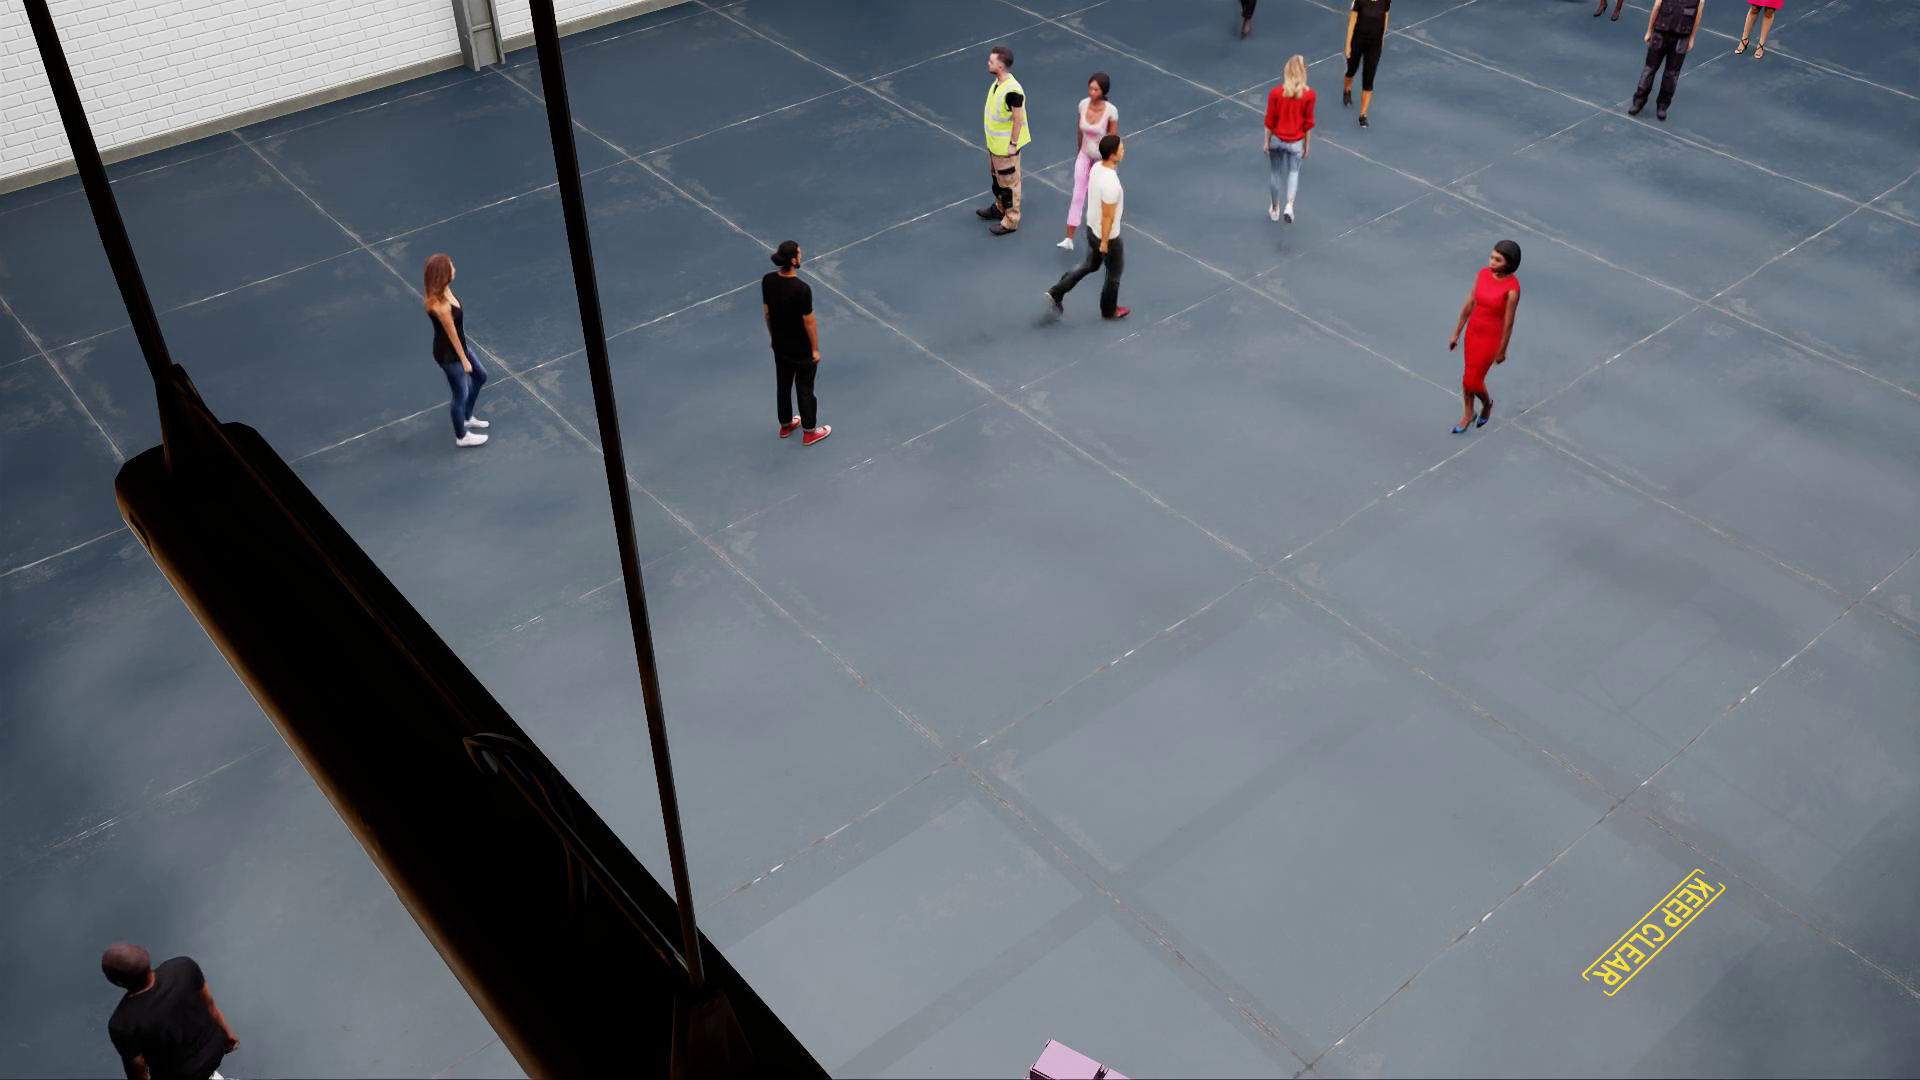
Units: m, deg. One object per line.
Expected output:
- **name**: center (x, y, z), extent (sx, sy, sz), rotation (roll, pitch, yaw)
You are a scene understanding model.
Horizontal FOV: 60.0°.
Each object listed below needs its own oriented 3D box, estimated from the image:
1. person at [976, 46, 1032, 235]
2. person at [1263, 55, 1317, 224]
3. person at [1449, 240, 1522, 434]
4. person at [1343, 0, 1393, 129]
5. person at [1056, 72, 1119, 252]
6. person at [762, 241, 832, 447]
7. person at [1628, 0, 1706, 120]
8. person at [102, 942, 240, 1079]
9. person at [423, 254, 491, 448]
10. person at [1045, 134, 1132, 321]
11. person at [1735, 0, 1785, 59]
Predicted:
- **person**: center (0.416, -3.845, 15.933), extent (0.842, 1.845, 0.818), rotation (-10, 40, -12)
- **person**: center (3.141, -3.788, 15.983), extent (0.884, 1.693, 0.945), rotation (3, 39, 4)
- **person**: center (4.225, -1.610, 13.222), extent (0.681, 1.735, 0.618), rotation (-21, 43, -24)
- **person**: center (4.371, -5.410, 18.072), extent (1.079, 1.621, 1.124), rotation (2, 39, 2)
- **person**: center (1.336, -3.613, 15.762), extent (0.887, 1.696, 1.205), rotation (20, 43, 23)
- **person**: center (-1.316, -1.550, 13.132), extent (0.693, 1.755, 0.660), rotation (21, 43, 24)
- **person**: center (7.705, -5.490, 17.990), extent (0.748, 1.848, 0.733), rotation (16, 41, 19)
- **person**: center (-3.627, 2.545, 7.976), extent (0.851, 1.790, 0.740), rotation (15, 41, 18)
- **person**: center (-4.056, -1.463, 13.058), extent (0.713, 1.710, 0.679), rotation (-8, 39, -10)
- **person**: center (1.158, -2.696, 14.547), extent (1.115, 1.780, 0.885), rotation (-11, 40, -13)
- **person**: center (9.440, -6.489, 19.338), extent (0.619, 1.728, 0.607), rotation (25, 45, 28)
